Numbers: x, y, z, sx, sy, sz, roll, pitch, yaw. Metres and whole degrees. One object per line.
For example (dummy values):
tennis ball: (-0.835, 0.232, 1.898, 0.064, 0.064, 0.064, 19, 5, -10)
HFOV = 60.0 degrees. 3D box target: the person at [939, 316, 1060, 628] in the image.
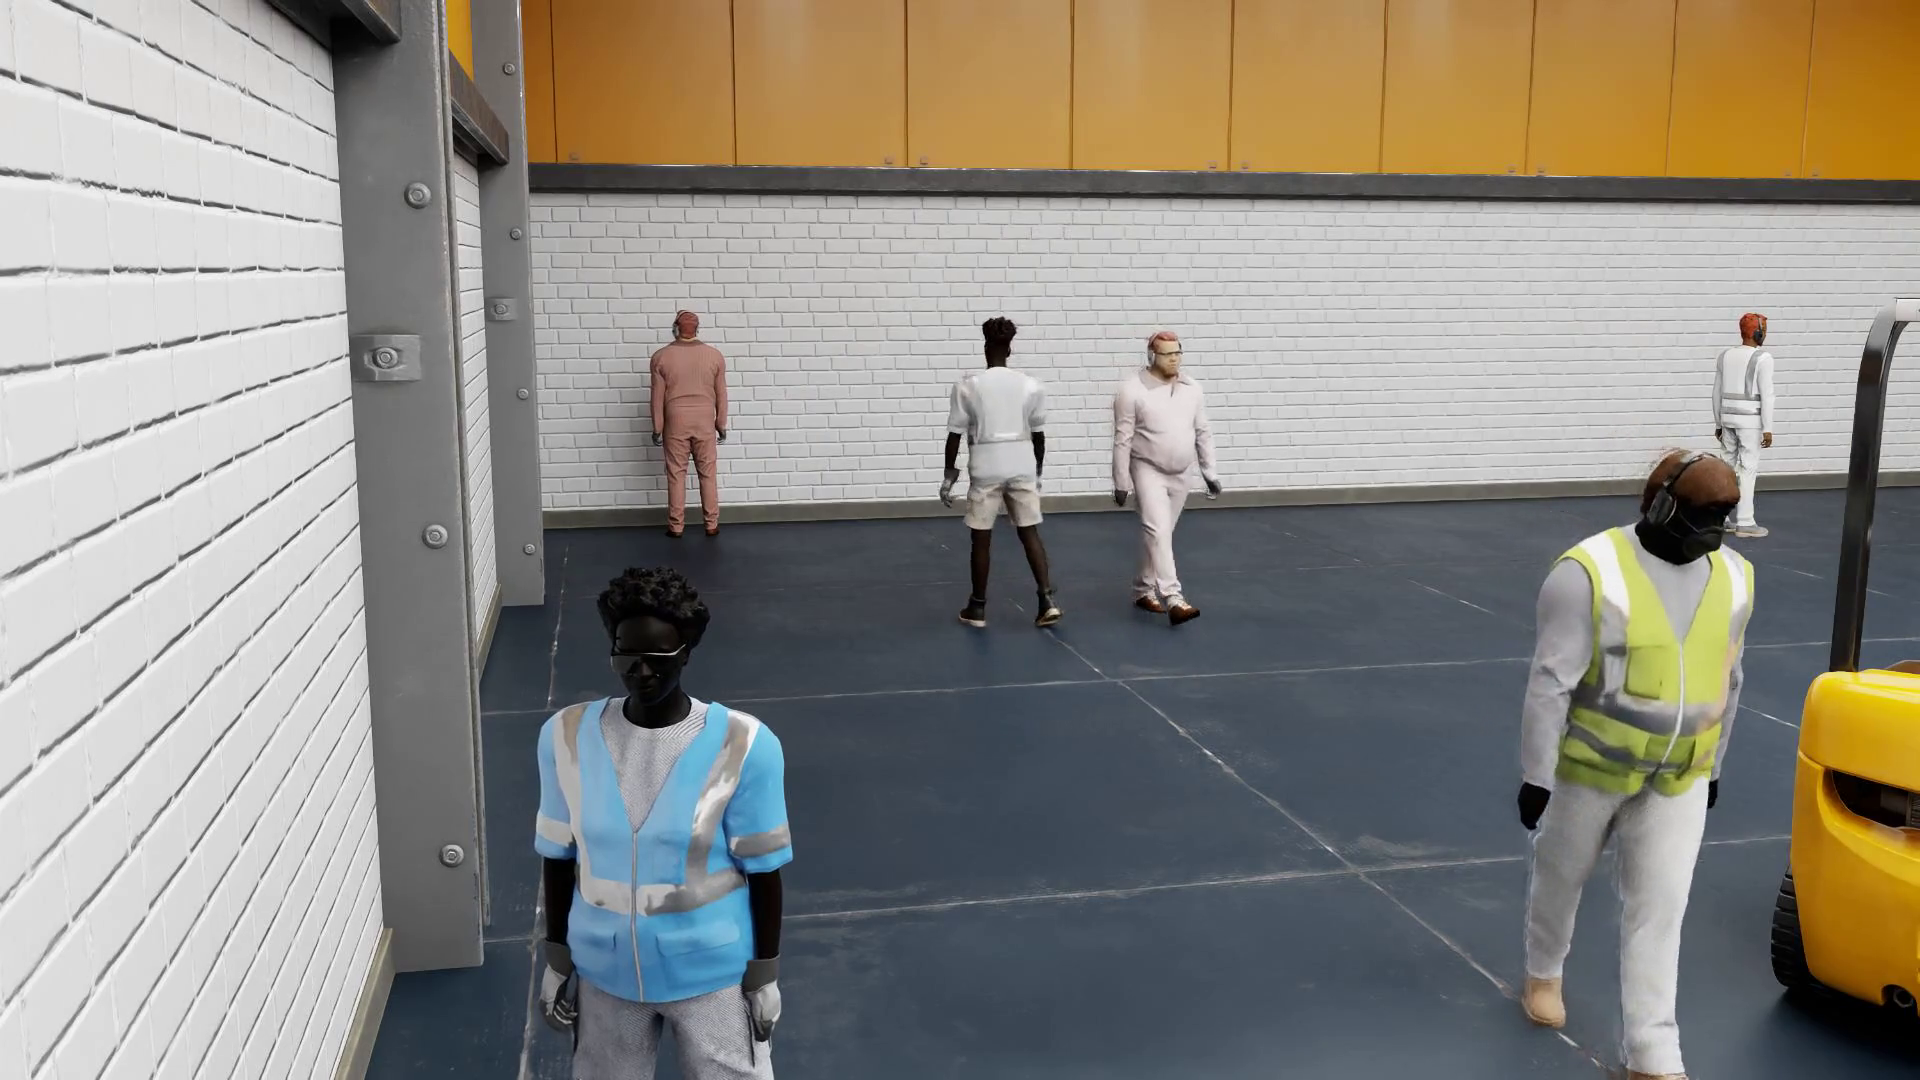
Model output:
person: (0.229, -0.406, 10.392, 0.736, 1.965, 0.579, -2, 9, -10)

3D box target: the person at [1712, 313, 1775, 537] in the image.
person: (6.628, -0.971, 14.070, 0.338, 1.882, 0.583, -4, 10, -21)

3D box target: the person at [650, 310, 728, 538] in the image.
person: (-2.277, -0.970, 13.978, 0.651, 1.913, 0.410, -3, 10, -17)

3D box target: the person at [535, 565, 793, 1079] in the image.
person: (-0.605, 0.877, 3.408, 0.537, 1.694, 0.320, 2, 9, 10)

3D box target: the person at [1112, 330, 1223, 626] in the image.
person: (1.359, -0.393, 10.626, 0.646, 1.863, 0.965, -5, 11, -30)

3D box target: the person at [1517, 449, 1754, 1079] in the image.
person: (1.870, 0.629, 4.671, 0.696, 1.782, 0.938, -1, 9, -5)

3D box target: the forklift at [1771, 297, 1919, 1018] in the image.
forklift: (3.542, 0.334, 5.177, 2.313, 2.155, 1.214, -9, 13, -43)
